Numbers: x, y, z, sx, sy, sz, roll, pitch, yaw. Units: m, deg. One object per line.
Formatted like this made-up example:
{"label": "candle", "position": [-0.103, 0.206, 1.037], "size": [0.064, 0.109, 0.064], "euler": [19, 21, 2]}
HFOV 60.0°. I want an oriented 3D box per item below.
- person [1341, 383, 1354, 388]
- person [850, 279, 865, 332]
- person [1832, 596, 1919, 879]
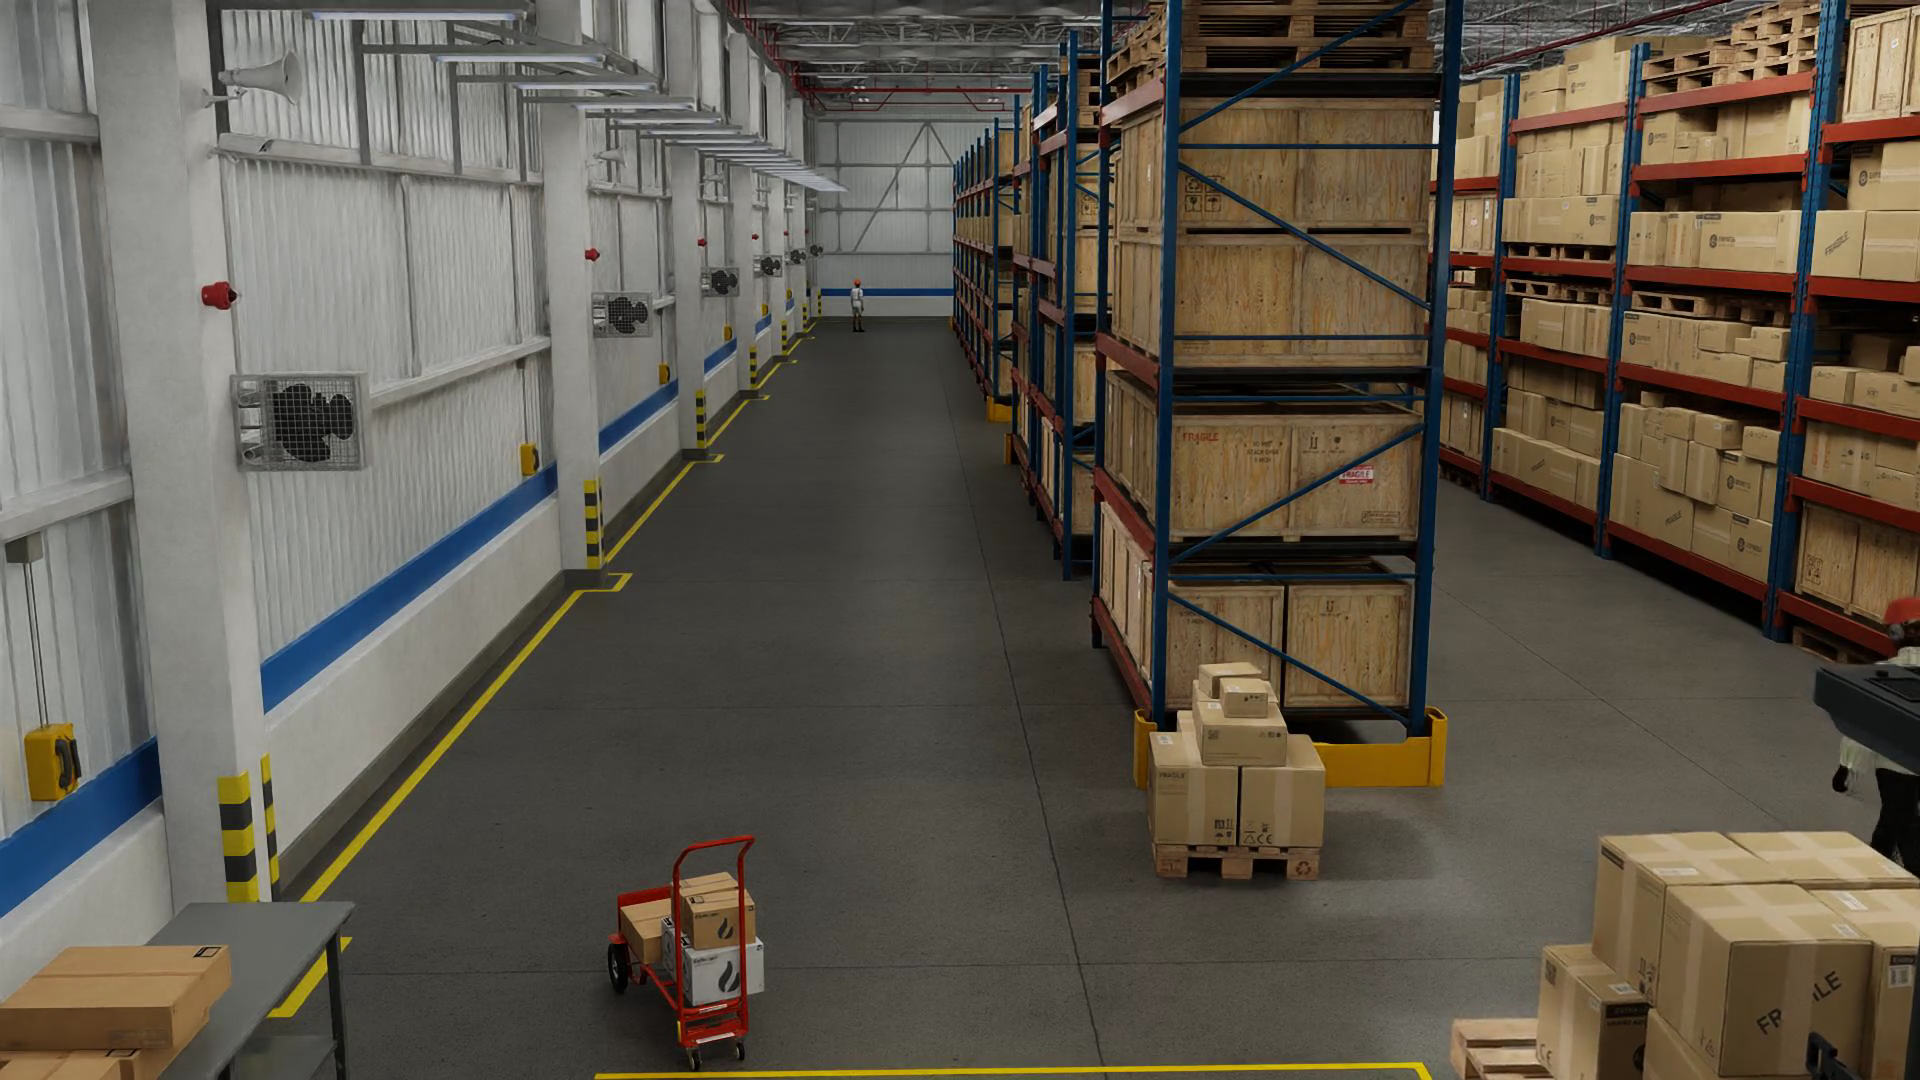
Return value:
{"label": "person", "position": [6.817, -2.399, 29.687], "size": [0.867, 1.580, 0.525], "euler": [0, 11, 0]}
{"label": "person", "position": [-3.746, -8.579, 60.928], "size": [0.546, 1.942, 0.352], "euler": [7, 13, 33]}
{"label": "person", "position": [5.458, 1.297, 9.611], "size": [0.673, 1.929, 1.066], "euler": [-2, 11, -12]}
